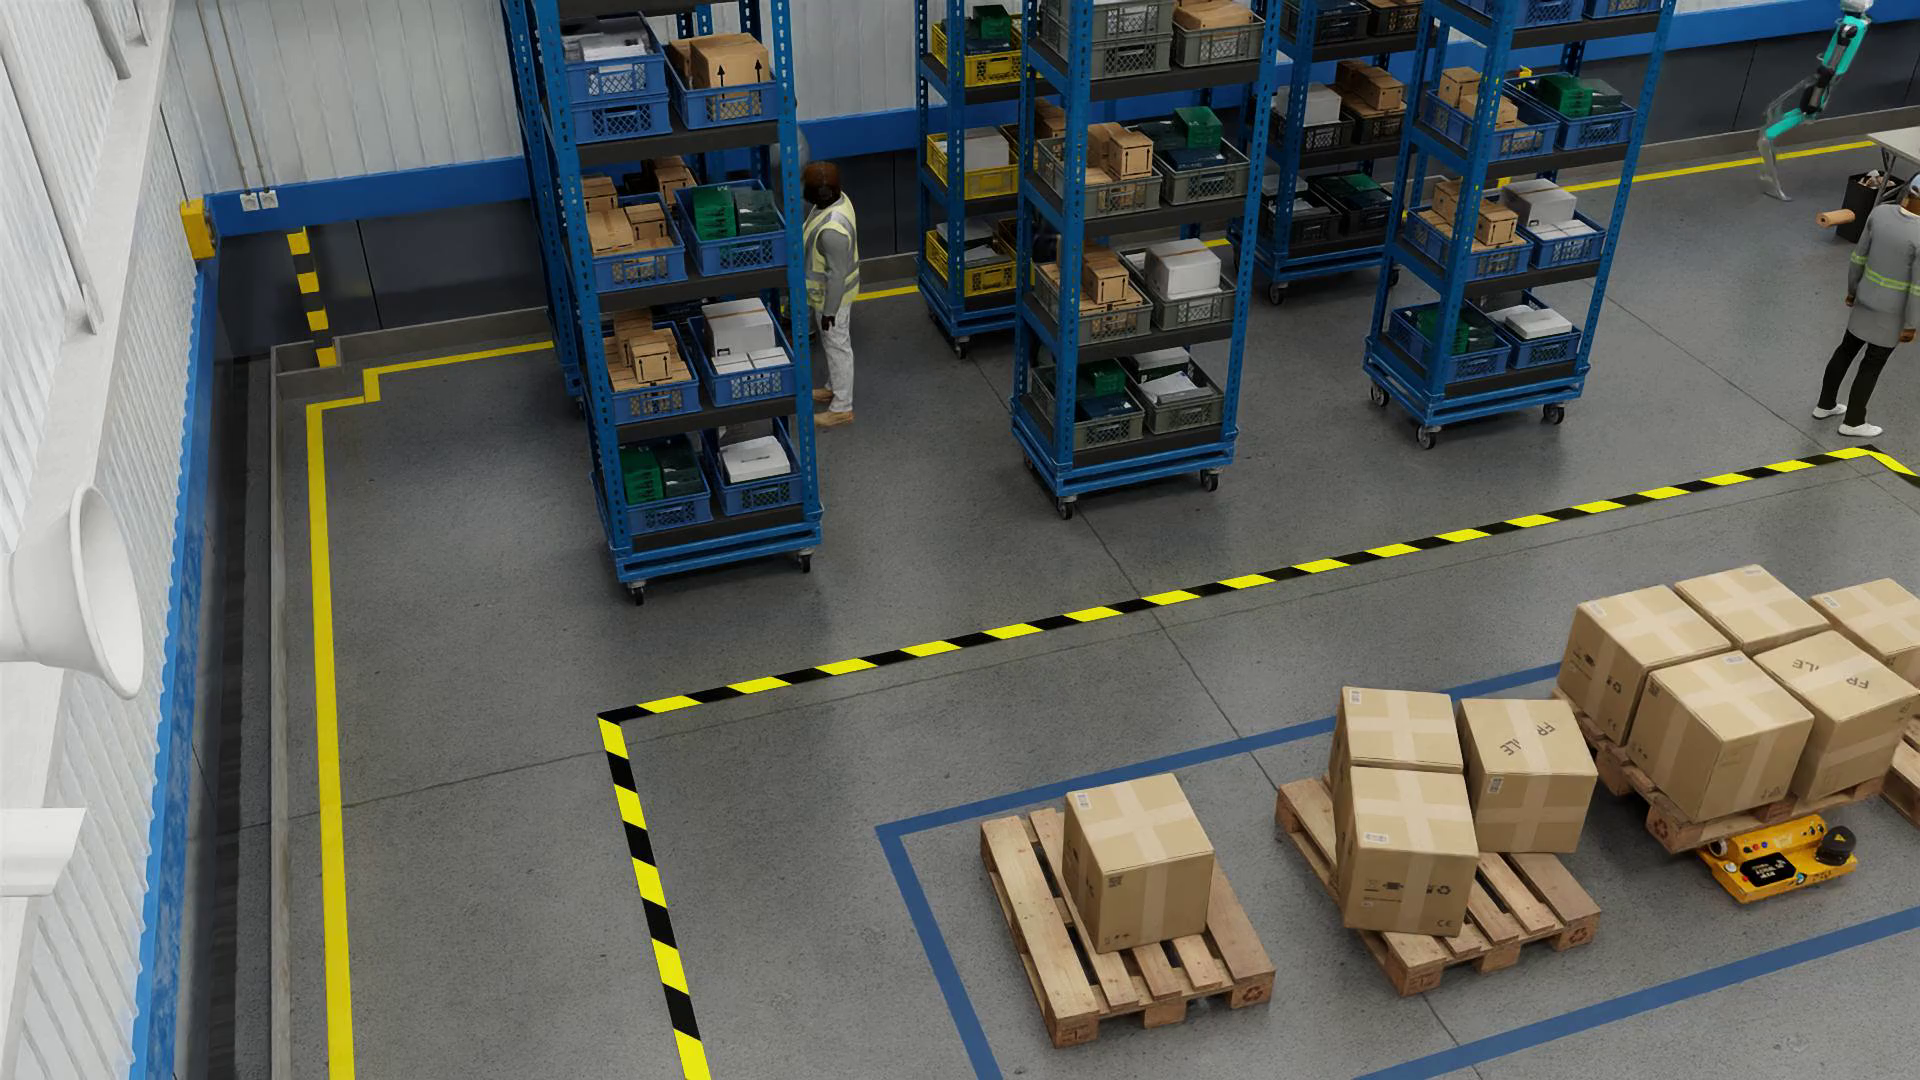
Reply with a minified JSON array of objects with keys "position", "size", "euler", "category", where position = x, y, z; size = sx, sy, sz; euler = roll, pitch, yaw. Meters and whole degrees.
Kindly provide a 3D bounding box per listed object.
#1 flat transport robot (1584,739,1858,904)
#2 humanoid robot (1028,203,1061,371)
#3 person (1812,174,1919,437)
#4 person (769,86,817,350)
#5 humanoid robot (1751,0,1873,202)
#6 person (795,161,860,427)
[{"position":[3.733,1.180,8.359],"size":[0.652,0.197,1.431],"euler":[-11,37,-15],"category":"flat transport robot"},{"position":[0.634,-1.528,11.009],"size":[0.427,1.640,0.612],"euler":[-3,35,-5],"category":"humanoid robot"},{"position":[6.063,-1.550,10.879],"size":[0.390,1.850,0.599],"euler":[-10,37,-14],"category":"person"},{"position":[-1.234,-2.295,11.861],"size":[0.373,1.940,0.629],"euler":[-11,37,-16],"category":"person"},{"position":[7.115,-3.795,14.166],"size":[0.790,1.784,0.547],"euler":[22,41,28],"category":"humanoid robot"},{"position":[-0.874,-1.633,11.006],"size":[0.429,1.844,0.626],"euler":[-4,35,-5],"category":"person"}]
